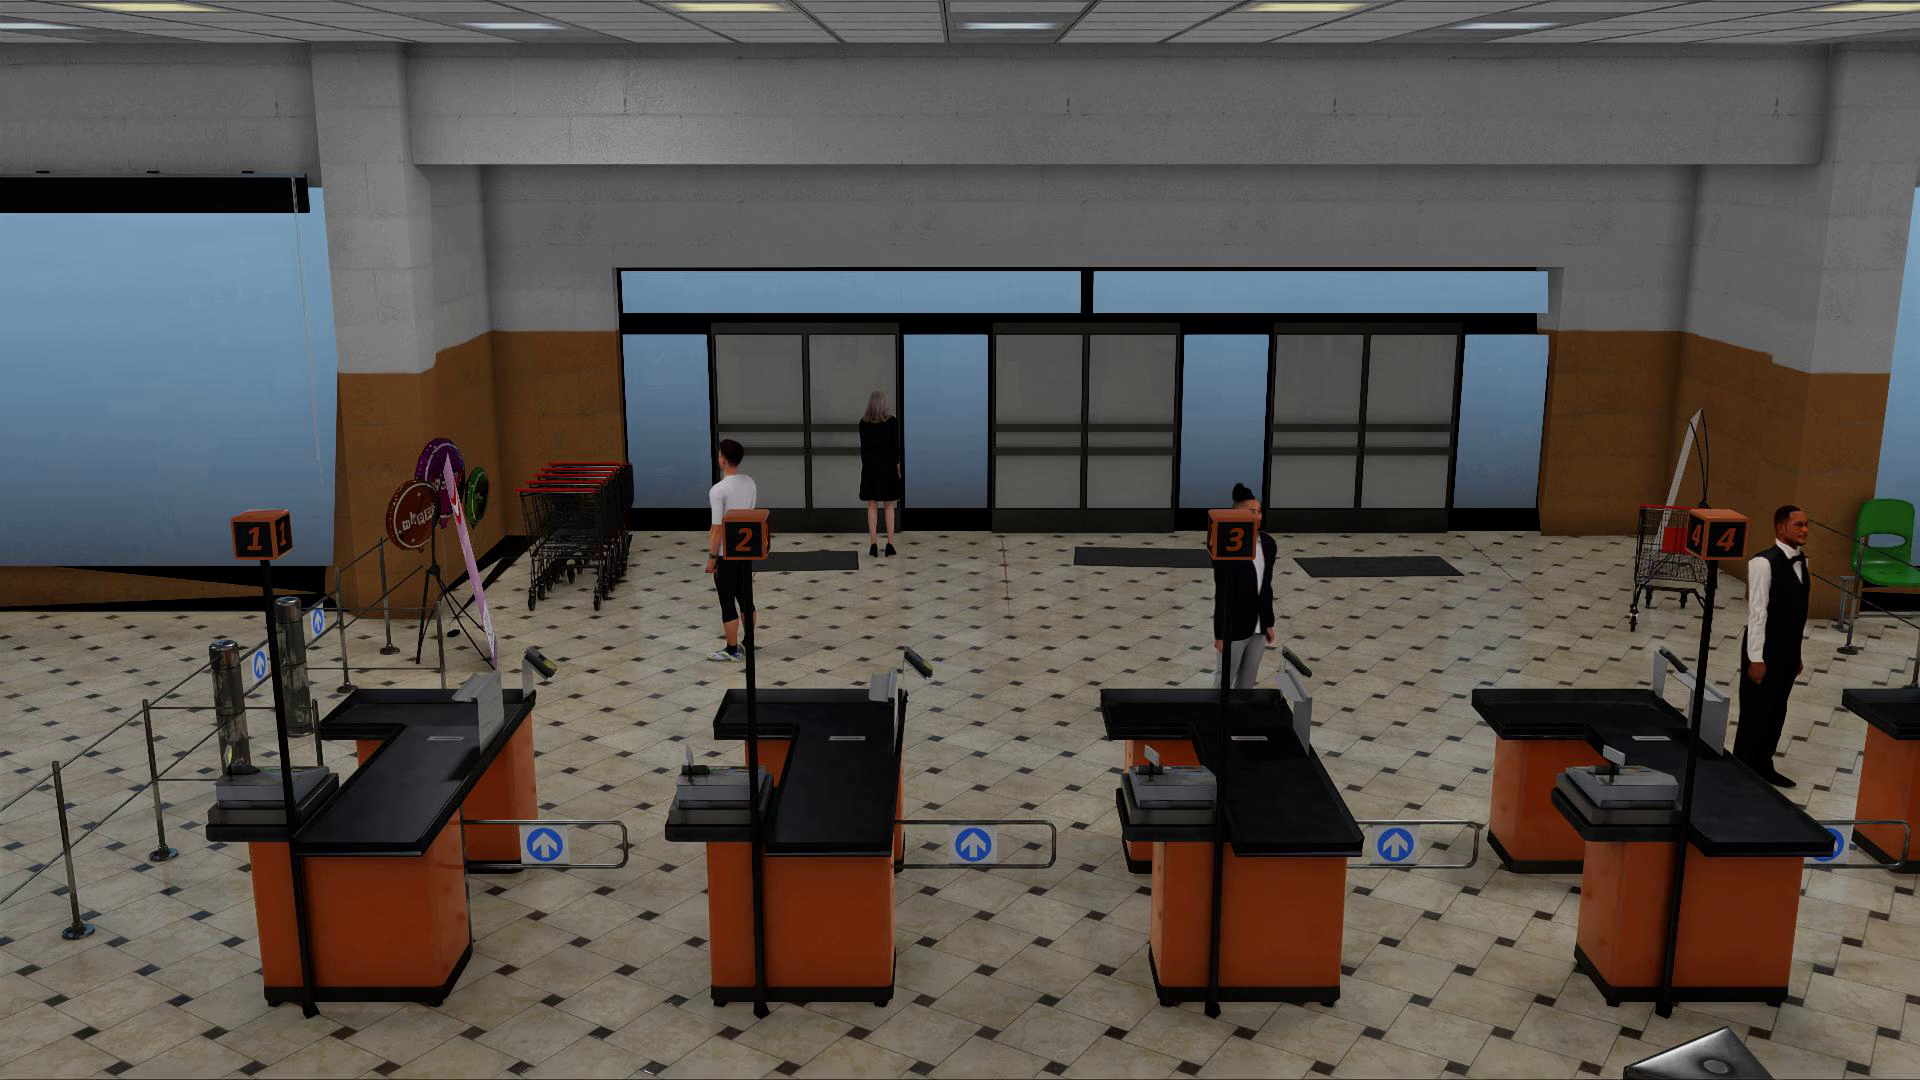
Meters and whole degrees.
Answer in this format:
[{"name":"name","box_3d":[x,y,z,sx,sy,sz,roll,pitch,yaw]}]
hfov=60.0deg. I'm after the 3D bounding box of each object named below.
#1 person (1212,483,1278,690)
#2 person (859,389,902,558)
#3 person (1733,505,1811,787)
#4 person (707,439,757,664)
[{"name":"person","box_3d":[1.944,0.559,11.503,0.794,1.949,0.802,-9,16,-33]},{"name":"person","box_3d":[-0.819,-0.694,17.099,0.583,1.747,0.547,0,14,-1]},{"name":"person","box_3d":[5.350,0.707,10.957,0.779,1.919,0.787,-9,16,-32]},{"name":"person","box_3d":[-1.864,0.082,13.674,0.813,1.852,0.702,9,16,32]}]
